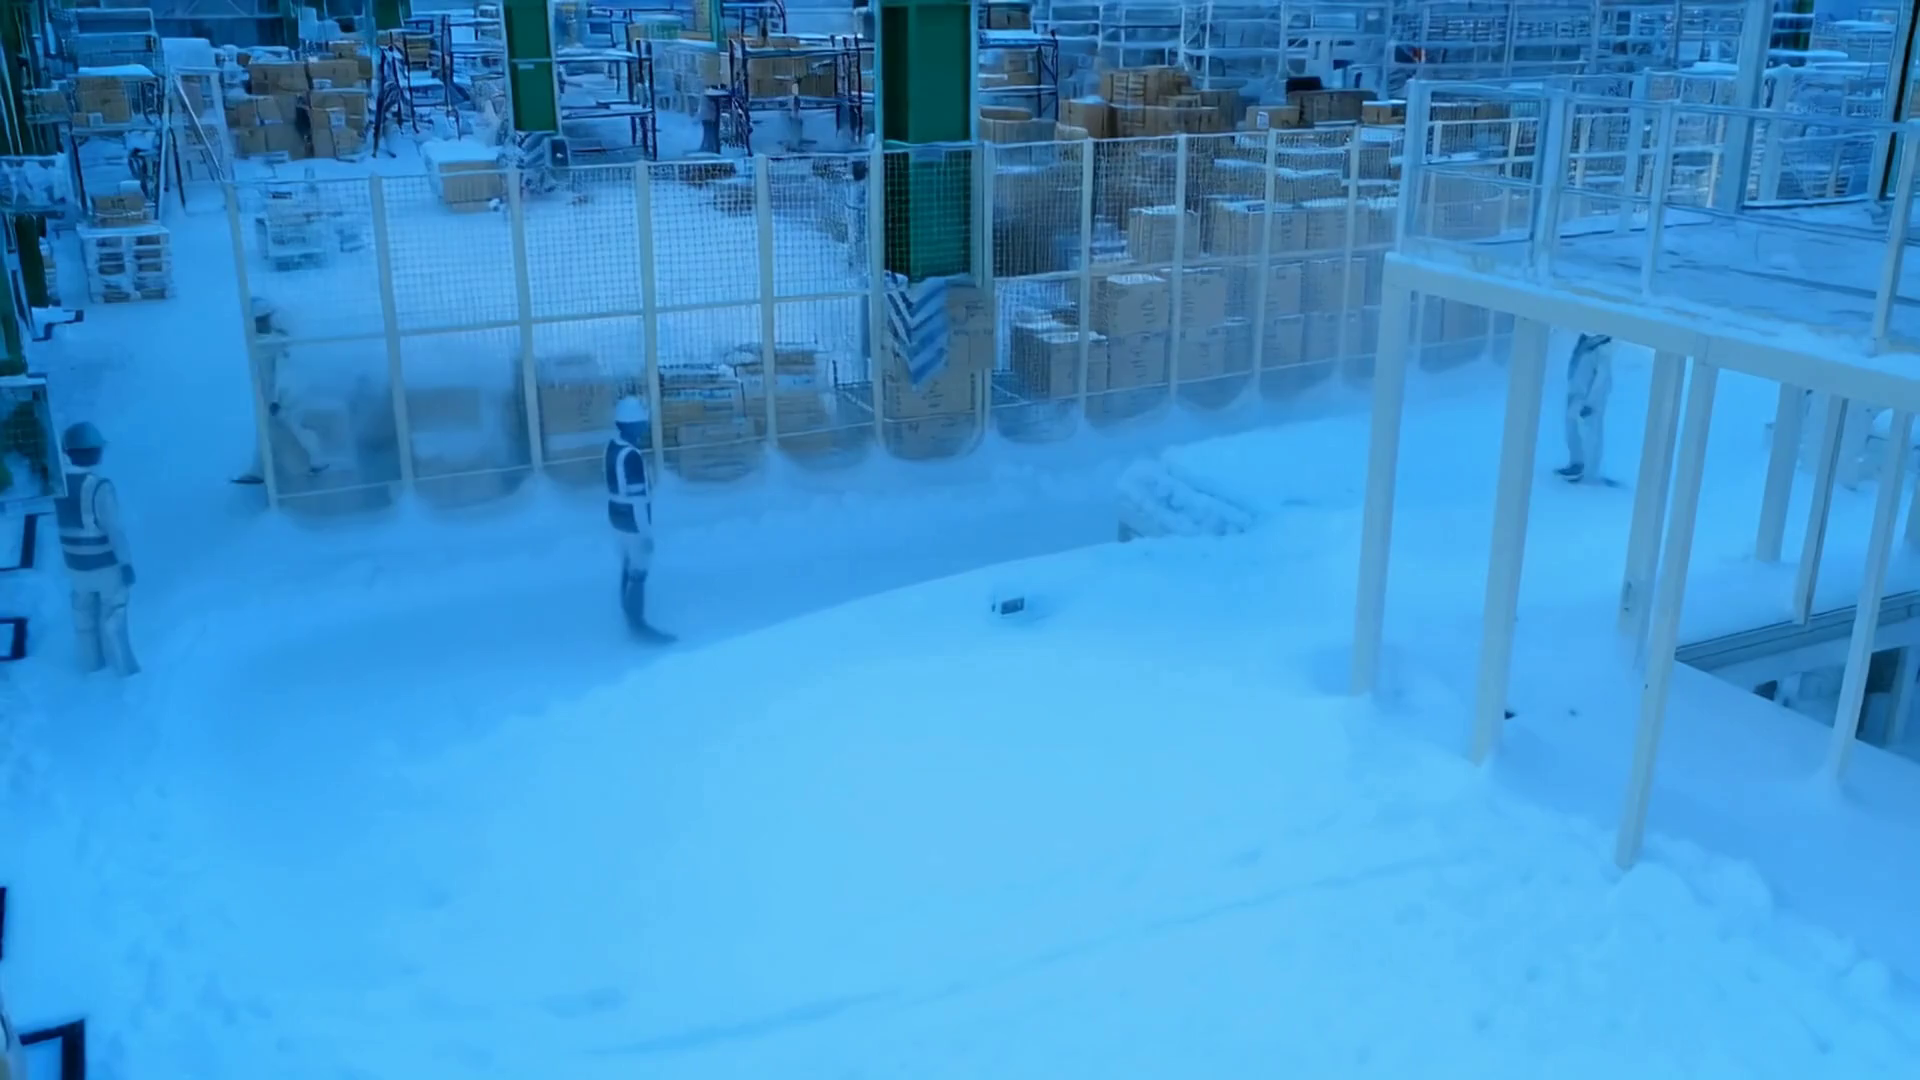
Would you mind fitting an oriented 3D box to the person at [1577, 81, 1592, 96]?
[{"bbox_3d":[17.554,-12.088,47.134,0.547,1.937,0.379,14,23,34],"label":"person"}]

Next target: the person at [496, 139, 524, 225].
[{"bbox_3d":[-8.938,-7.123,33.100,0.538,1.698,0.319,-7,20,-20],"label":"person"}]

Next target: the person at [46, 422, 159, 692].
[{"bbox_3d":[-6.077,0.122,11.729,0.612,1.943,0.404,8,21,22],"label":"person"}]

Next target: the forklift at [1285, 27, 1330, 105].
[{"bbox_3d":[13.009,-17.314,60.860,1.873,2.768,1.129,-9,21,-25],"label":"forklift"}]

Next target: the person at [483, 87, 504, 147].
[{"bbox_3d":[-12.786,-11.510,45.671,0.536,1.796,0.924,2,19,6],"label":"person"}]

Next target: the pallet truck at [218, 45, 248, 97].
[{"bbox_3d":[-28.879,-18.665,66.111,0.823,1.965,1.885,-3,19,-9],"label":"pallet truck"}]

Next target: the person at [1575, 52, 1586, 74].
[{"bbox_3d":[24.701,-18.517,66.130,0.531,1.699,0.320,13,23,33],"label":"person"}]

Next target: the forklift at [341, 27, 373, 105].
[{"bbox_3d":[-22.273,-17.348,60.959,1.873,2.768,1.129,-9,21,-25],"label":"forklift"}]

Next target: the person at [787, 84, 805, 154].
[{"bbox_3d":[-4.506,-11.535,45.610,0.478,1.885,0.630,-5,20,-15],"label":"person"}]

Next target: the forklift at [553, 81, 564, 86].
[{"bbox_3d":[-18.163,-20.909,71.281,1.873,2.768,1.129,-12,22,-31],"label":"forklift"}]

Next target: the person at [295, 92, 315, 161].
[{"bbox_3d":[-16.679,-10.395,42.245,0.483,1.919,0.566,-2,19,-5],"label":"person"}]

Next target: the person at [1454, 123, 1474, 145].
[{"bbox_3d":[10.881,-8.197,36.114,0.524,1.769,0.314,-8,20,-21],"label":"person"}]

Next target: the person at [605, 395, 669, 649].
[{"bbox_3d":[-2.437,-0.140,12.500,0.373,1.935,0.552,-11,22,-30],"label":"person"}]

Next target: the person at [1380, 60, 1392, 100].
[{"bbox_3d":[15.627,-16.801,61.179,0.647,1.677,0.541,-11,22,-29],"label":"person"}]

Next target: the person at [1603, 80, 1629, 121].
[{"bbox_3d":[18.360,-11.955,46.595,0.694,2.000,0.539,-1,19,-2],"label":"person"}]

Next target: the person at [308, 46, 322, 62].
[{"bbox_3d":[-26.115,-19.099,67.565,0.442,1.863,0.603,11,22,30],"label":"person"}]

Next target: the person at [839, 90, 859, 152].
[{"bbox_3d":[-2.853,-10.609,42.868,0.450,1.920,0.647,12,22,31],"label":"person"}]

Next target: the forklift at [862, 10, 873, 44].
[{"bbox_3d":[-4.614,-25.214,83.762,1.873,2.768,1.129,-7,20,-18],"label":"forklift"}]

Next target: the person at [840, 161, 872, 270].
[{"bbox_3d":[-1.712,-5.505,28.197,0.627,1.844,0.429,-6,20,-17],"label":"person"}]

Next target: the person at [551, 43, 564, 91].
[{"bbox_3d":[-16.632,-19.513,68.690,0.539,1.912,0.452,-7,20,-21],"label":"person"}]

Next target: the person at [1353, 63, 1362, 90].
[{"bbox_3d":[13.531,-15.255,56.478,0.809,1.838,0.523,0,19,1],"label":"person"}]

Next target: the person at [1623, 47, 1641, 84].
[{"bbox_3d":[27.753,-19.456,68.736,0.647,1.777,0.955,11,22,29],"label":"person"}]

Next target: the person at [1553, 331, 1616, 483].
[{"bbox_3d":[6.199,-1.427,16.428,0.456,1.815,0.666,1,19,2],"label":"person"}]

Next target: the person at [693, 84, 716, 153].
[{"bbox_3d":[-6.943,-11.553,45.715,0.696,1.868,1.003,-13,23,-33],"label":"person"}]

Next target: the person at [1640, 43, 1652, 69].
[{"bbox_3d":[31.282,-21.838,75.910,0.523,1.586,0.865,3,19,8],"label":"person"}]

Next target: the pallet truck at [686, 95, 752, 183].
[{"bbox_3d":[-5.836,-9.608,39.856,0.823,1.965,1.885,10,22,27],"label":"pallet truck"}]

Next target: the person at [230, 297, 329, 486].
[{"bbox_3d":[-6.795,-1.477,16.473,0.608,1.878,0.981,15,24,37],"label":"person"}]

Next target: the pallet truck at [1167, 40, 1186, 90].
[{"bbox_3d":[9.045,-19.971,69.895,0.823,1.965,1.885,-3,19,-8],"label":"pallet truck"}]
